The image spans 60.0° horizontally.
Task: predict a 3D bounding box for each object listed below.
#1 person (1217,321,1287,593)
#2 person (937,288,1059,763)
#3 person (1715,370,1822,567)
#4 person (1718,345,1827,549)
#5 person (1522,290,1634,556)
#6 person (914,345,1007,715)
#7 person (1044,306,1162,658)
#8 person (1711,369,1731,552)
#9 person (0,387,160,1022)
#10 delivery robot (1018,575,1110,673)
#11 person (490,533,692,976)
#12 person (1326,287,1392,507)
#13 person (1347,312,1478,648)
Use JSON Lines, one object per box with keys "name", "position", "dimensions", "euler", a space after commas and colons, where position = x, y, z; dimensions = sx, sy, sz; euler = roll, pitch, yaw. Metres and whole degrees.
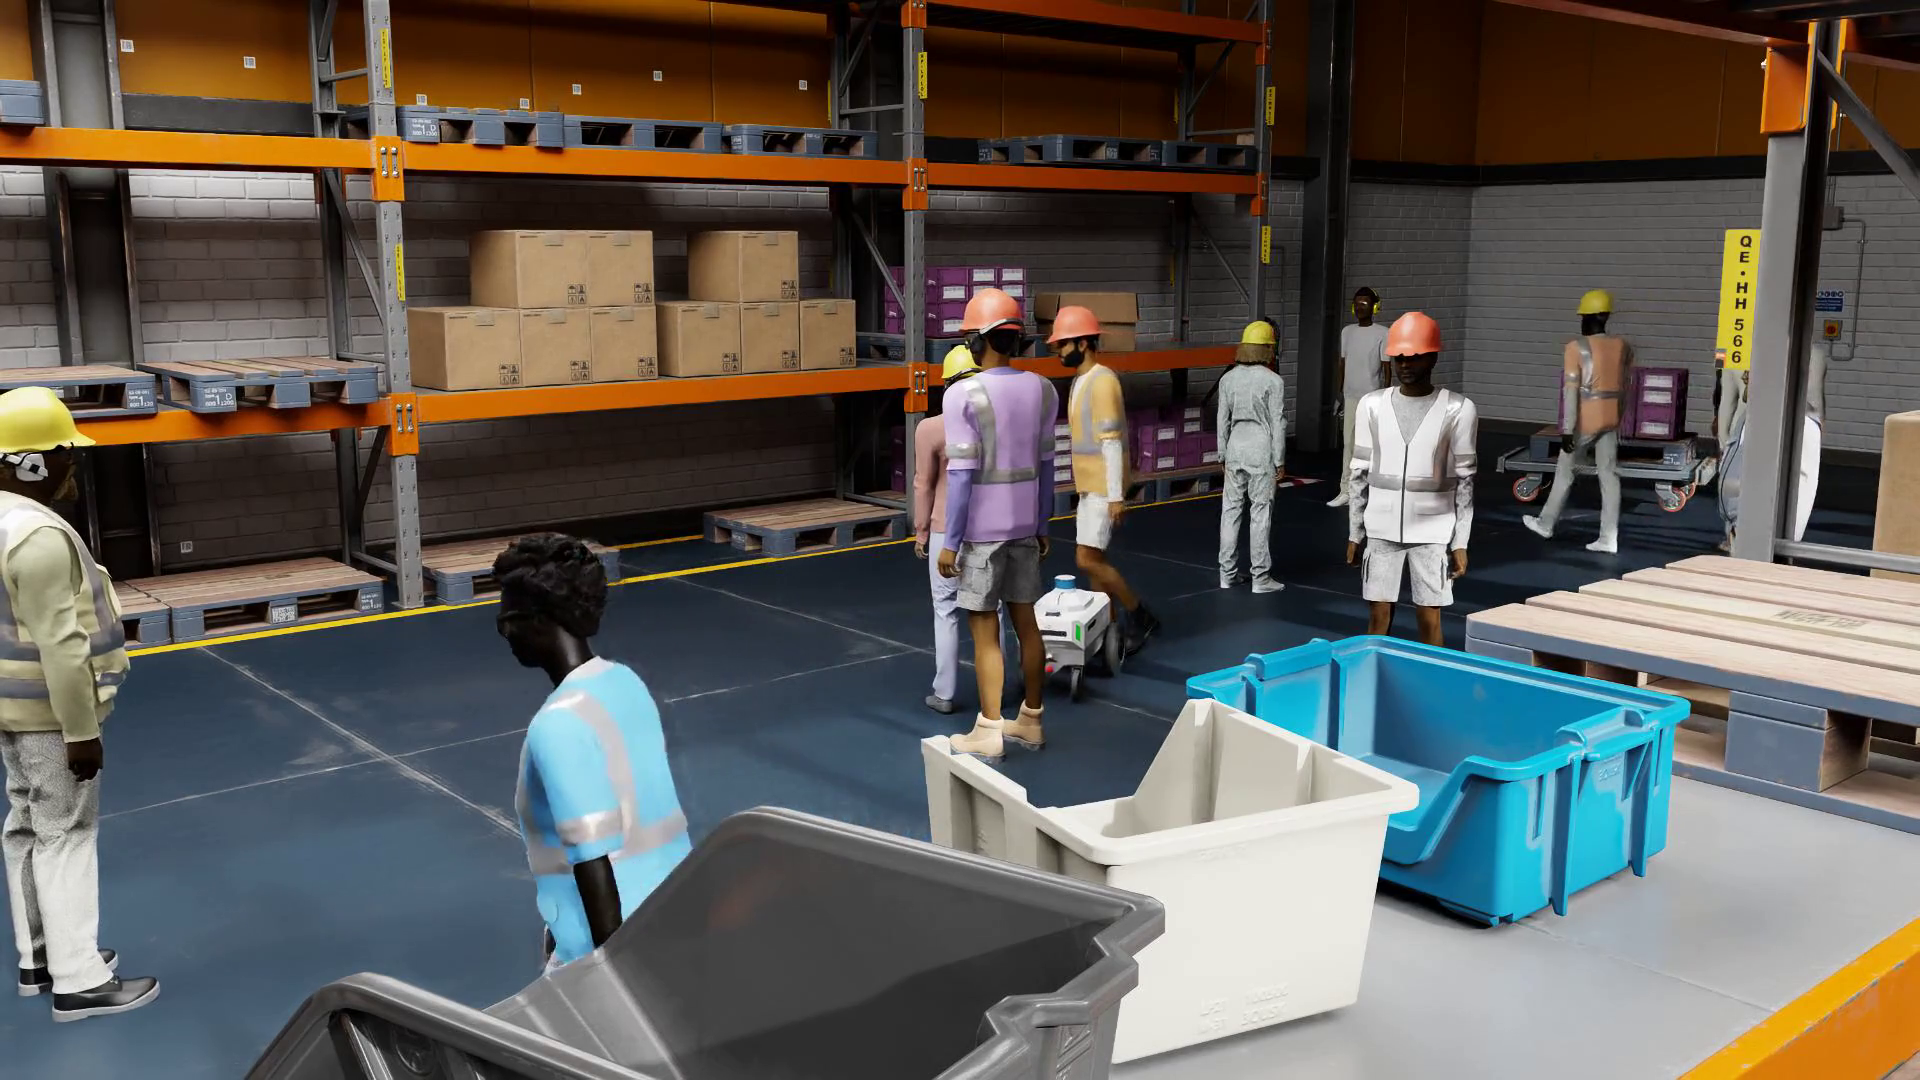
{"name": "person", "position": [1.891, -0.535, 10.725], "dimensions": [0.492, 1.740, 0.325], "euler": [9, 14, 42]}
{"name": "person", "position": [0.141, -0.060, 7.222], "dimensions": [0.613, 2.041, 0.393], "euler": [-9, 13, -40]}
{"name": "person", "position": [3.788, -0.070, 7.868], "dimensions": [0.403, 1.830, 0.599], "euler": [0, 10, 1]}
{"name": "person", "position": [5.133, -0.596, 10.573], "dimensions": [0.668, 1.919, 0.423], "euler": [10, 14, 43]}
{"name": "person", "position": [4.564, -0.870, 12.176], "dimensions": [0.616, 1.882, 0.955], "euler": [-3, 11, -16]}
{"name": "person", "position": [0.023, -0.047, 7.954], "dimensions": [0.518, 1.756, 0.348], "euler": [-4, 11, -22]}
{"name": "person", "position": [0.731, -0.288, 8.883], "dimensions": [0.562, 1.908, 0.576], "euler": [-2, 10, -11]}
{"name": "person", "position": [5.874, -0.913, 12.192], "dimensions": [0.731, 1.973, 0.645], "euler": [-5, 11, -27]}
{"name": "person", "position": [-2.631, 0.472, 4.826], "dimensions": [0.600, 1.831, 0.404], "euler": [10, 14, 43]}
{"name": "delivery robot", "position": [0.532, 0.422, 8.423], "dimensions": [0.477, 0.478, 0.707], "euler": [3, 11, 17]}
{"name": "person", "position": [-0.671, 0.814, 3.386], "dimensions": [0.596, 1.651, 0.521], "euler": [2, 10, 11]}
{"name": "person", "position": [3.376, -1.188, 14.010], "dimensions": [0.526, 1.876, 0.324], "euler": [9, 14, 43]}
{"name": "person", "position": [1.987, -0.037, 7.386], "dimensions": [0.552, 1.936, 0.358], "euler": [5, 11, 27]}
